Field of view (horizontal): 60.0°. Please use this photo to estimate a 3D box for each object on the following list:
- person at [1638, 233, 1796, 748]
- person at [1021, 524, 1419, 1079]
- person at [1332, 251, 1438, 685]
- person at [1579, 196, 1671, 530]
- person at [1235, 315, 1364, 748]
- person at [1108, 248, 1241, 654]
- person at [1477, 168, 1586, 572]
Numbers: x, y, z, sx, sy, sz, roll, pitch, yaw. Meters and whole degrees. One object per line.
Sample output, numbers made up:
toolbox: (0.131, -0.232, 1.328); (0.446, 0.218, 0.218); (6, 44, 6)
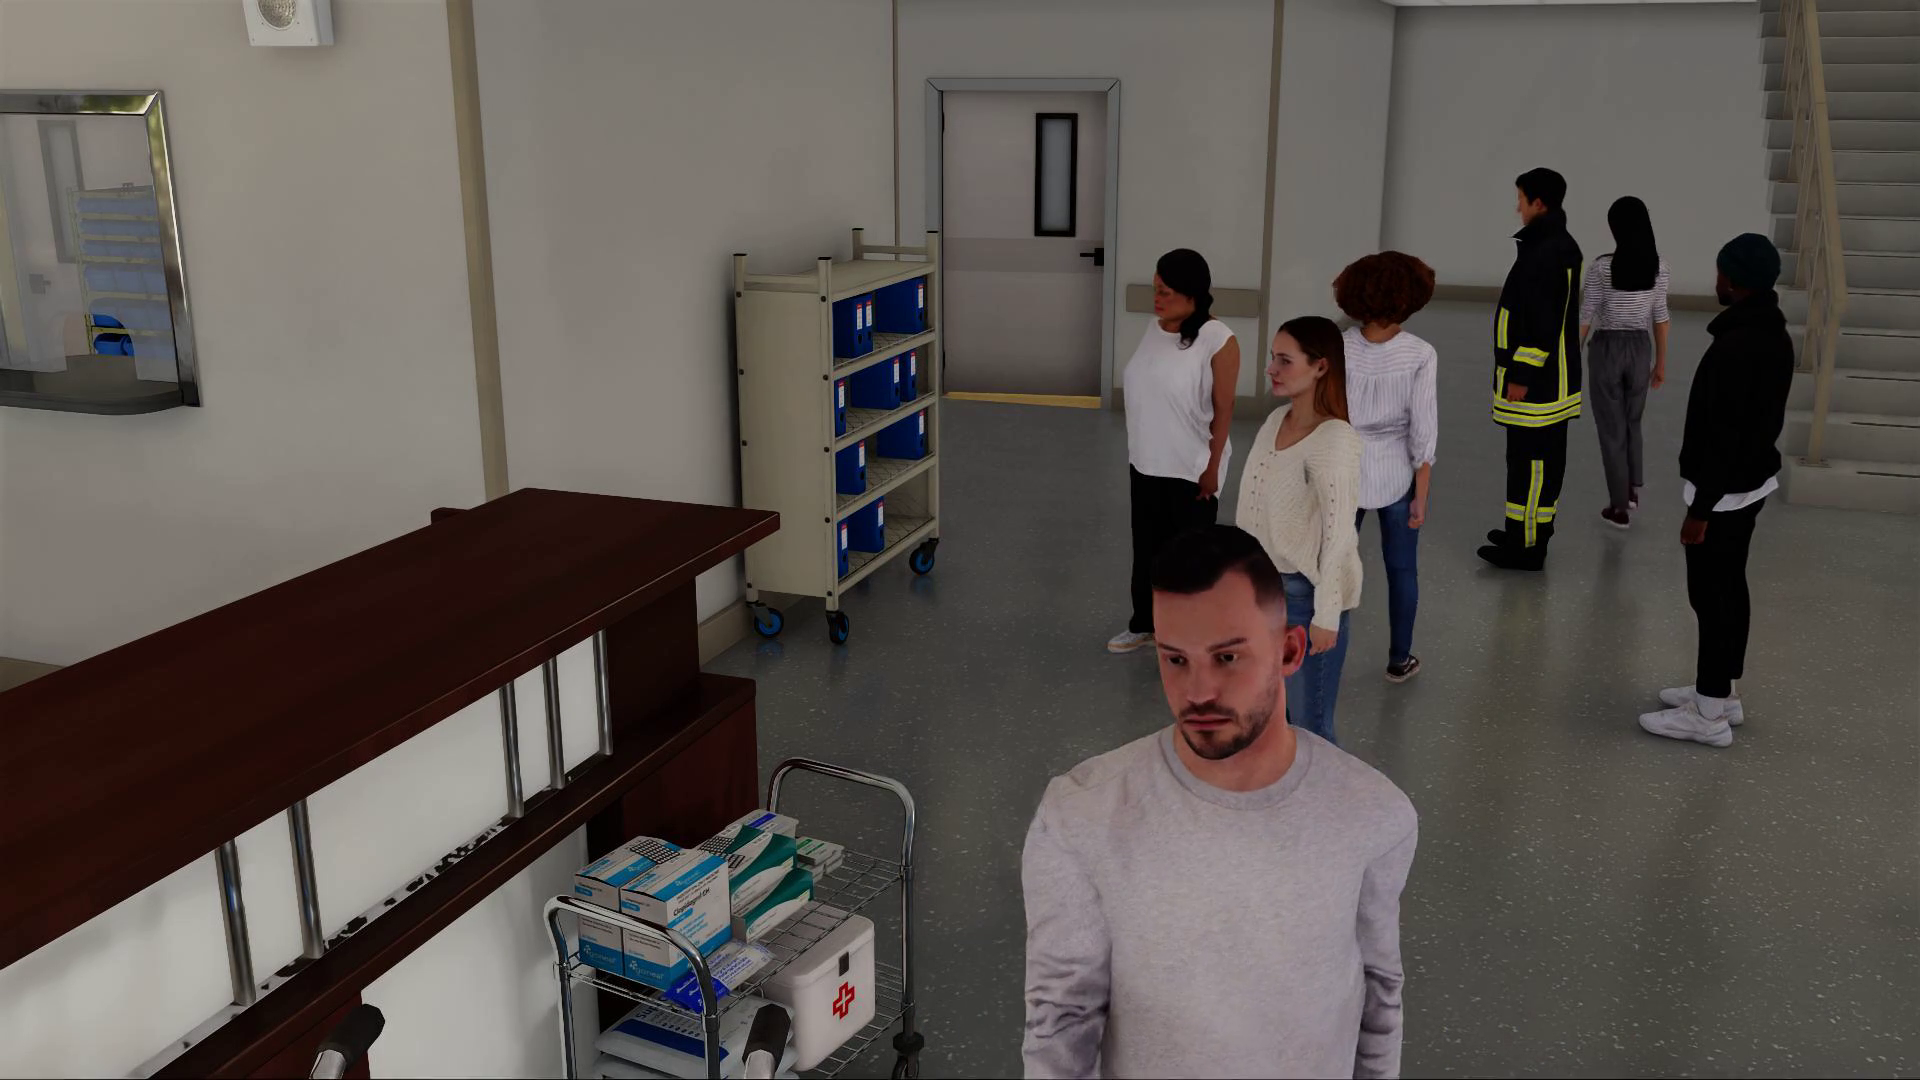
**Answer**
person: (2.735, -0.177, 5.911); (0.798, 1.817, 0.644); (12, 20, 37)
person: (0.315, 0.849, 2.342); (0.958, 1.781, 1.306); (0, 16, -1)
person: (1.519, -0.225, 6.329); (0.719, 1.683, 1.005); (10, 19, 31)
person: (3.440, -0.890, 8.633); (0.687, 1.714, 0.727); (2, 16, 5)
person: (0.987, 0.189, 4.842); (0.769, 1.692, 0.685); (-5, 17, -18)
person: (0.857, -0.327, 6.678); (0.794, 1.691, 0.763); (-11, 19, -34)
person: (2.787, -0.822, 8.008); (0.876, 1.921, 0.650); (8, 18, 27)
